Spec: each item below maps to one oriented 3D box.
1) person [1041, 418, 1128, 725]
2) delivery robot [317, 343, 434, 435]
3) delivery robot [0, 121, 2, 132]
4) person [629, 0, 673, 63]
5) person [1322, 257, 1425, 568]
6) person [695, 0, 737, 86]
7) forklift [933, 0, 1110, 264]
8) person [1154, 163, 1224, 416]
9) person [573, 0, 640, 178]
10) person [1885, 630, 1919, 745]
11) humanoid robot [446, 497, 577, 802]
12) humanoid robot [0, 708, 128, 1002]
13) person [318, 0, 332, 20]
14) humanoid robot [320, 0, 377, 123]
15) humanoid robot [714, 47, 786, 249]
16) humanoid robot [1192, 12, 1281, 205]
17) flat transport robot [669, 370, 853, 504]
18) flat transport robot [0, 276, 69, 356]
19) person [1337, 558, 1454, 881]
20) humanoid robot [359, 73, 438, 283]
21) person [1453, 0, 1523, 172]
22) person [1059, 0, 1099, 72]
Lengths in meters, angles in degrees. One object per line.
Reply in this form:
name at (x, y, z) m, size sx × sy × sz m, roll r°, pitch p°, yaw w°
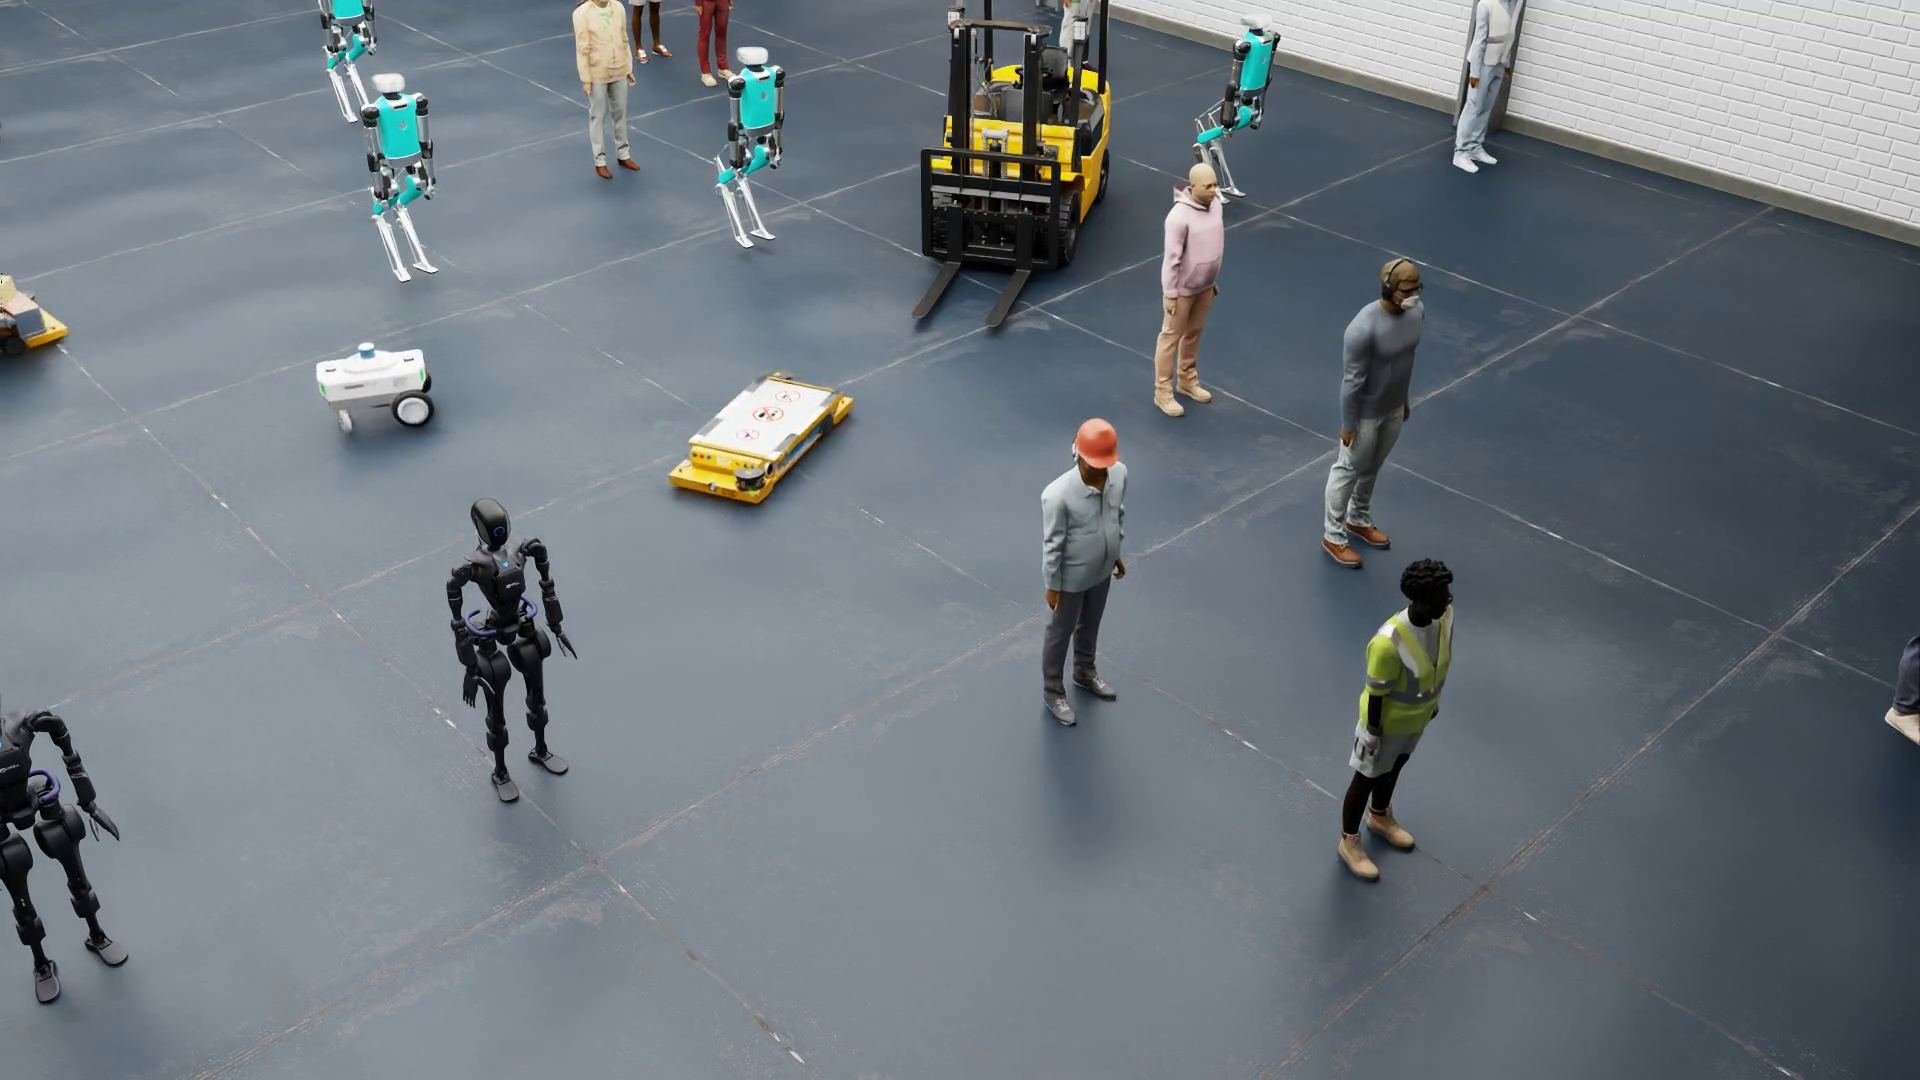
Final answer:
person at (0.659, 0.141, 8.596) m, size 0.561 × 1.748 × 0.337 m, roll -26°, pitch 41°, yaw -34°
delivery robot at (-4.049, -1.083, 11.568) m, size 0.759 × 0.587 × 0.520 m, roll -10°, pitch 34°, yaw -15°
delivery robot at (-9.771, -4.064, 16.150) m, size 0.759 × 0.587 × 0.520 m, roll -10°, pitch 34°, yaw -15°
person at (-3.473, -6.233, 18.307) m, size 0.491 × 1.847 × 0.399 m, roll -26°, pitch 41°, yaw -34°
person at (2.457, -0.770, 9.828) m, size 0.627 × 1.939 × 0.375 m, roll -26°, pitch 41°, yaw -34°
person at (-2.623, -5.740, 17.621) m, size 0.466 × 1.768 × 0.377 m, roll -26°, pitch 41°, yaw -34°
forklift at (0.570, -3.725, 14.138) m, size 1.214 × 2.155 × 2.313 m, roll 9°, pitch 34°, yaw 13°
person at (1.577, -1.750, 11.473) m, size 0.522 × 1.783 × 0.407 m, roll -26°, pitch 41°, yaw -34°
person at (-3.261, -4.306, 15.322) m, size 0.552 × 1.876 × 0.395 m, roll -26°, pitch 41°, yaw -34°
person at (5.142, 0.172, 8.443) m, size 0.798 × 1.867 × 0.423 m, roll -26°, pitch 41°, yaw -34°
humanoid robot at (-2.179, 0.509, 8.087) m, size 0.599 × 1.657 × 0.315 m, roll -27°, pitch 41°, yaw -35°
humanoid robot at (-3.910, 1.217, 7.001) m, size 0.599 × 1.655 × 0.315 m, roll -27°, pitch 41°, yaw -35°
person at (-7.523, -7.144, 19.675) m, size 0.572 × 1.881 × 0.358 m, roll -26°, pitch 41°, yaw -34°
humanoid robot at (-6.086, -5.001, 16.391) m, size 0.533 × 1.677 × 0.735 m, roll -27°, pitch 41°, yaw -35°
humanoid robot at (-1.798, -3.286, 13.755) m, size 0.533 × 1.677 × 0.735 m, roll -27°, pitch 41°, yaw -35°
humanoid robot at (2.347, -3.820, 14.576) m, size 0.533 × 1.677 × 0.735 m, roll -27°, pitch 41°, yaw -35°
flat transport robot at (-1.327, -0.719, 11.279) m, size 0.659 × 0.231 × 1.431 m, roll 13°, pitch 35°, yaw 19°
flat transport robot at (-7.548, -1.477, 12.444) m, size 0.659 × 0.231 × 1.431 m, roll 27°, pitch 42°, yaw 35°
person at (2.019, 0.797, 7.637) m, size 0.535 × 1.696 × 0.322 m, roll -26°, pitch 41°, yaw -34°
humanoid robot at (-4.493, -2.911, 13.179) m, size 0.533 × 1.677 × 0.735 m, roll -27°, pitch 41°, yaw -35°
person at (4.919, -4.417, 15.452) m, size 0.588 × 1.919 × 0.395 m, roll -26°, pitch 41°, yaw -34°
person at (1.301, -5.906, 17.863) m, size 0.536 × 1.783 × 0.387 m, roll -26°, pitch 41°, yaw -34°
